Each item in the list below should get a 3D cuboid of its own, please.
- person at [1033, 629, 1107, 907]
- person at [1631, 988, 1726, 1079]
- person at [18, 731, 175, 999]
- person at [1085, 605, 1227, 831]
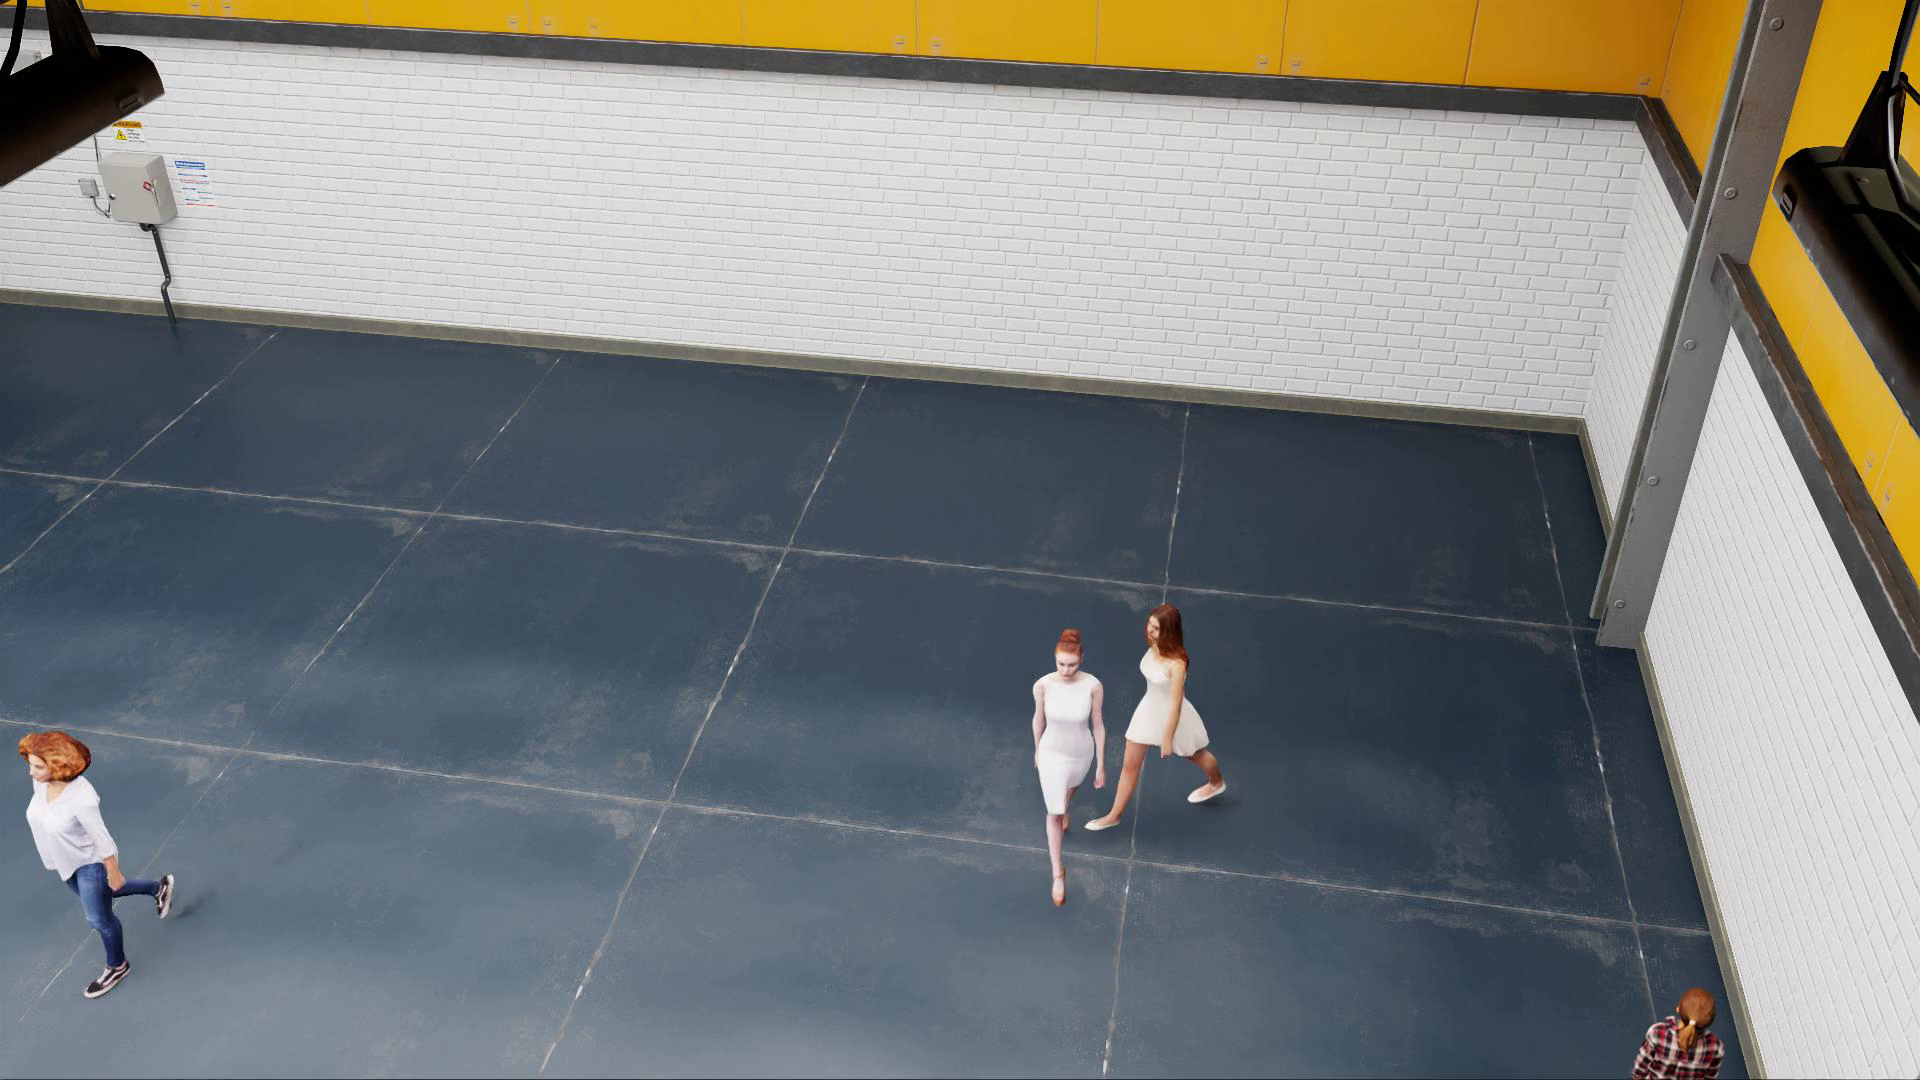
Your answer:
[{"bbox_3d":[0.648,1.233,9.888,0.705,1.746,1.106,1,34,1],"label":"person"},{"bbox_3d":[3.476,2.663,8.134,0.546,1.306,0.550,9,35,14],"label":"person"},{"bbox_3d":[-4.780,1.699,9.227,0.877,1.702,1.059,20,38,27],"label":"person"},{"bbox_3d":[1.352,1.080,10.203,1.100,1.651,1.191,-14,36,-20],"label":"person"}]
